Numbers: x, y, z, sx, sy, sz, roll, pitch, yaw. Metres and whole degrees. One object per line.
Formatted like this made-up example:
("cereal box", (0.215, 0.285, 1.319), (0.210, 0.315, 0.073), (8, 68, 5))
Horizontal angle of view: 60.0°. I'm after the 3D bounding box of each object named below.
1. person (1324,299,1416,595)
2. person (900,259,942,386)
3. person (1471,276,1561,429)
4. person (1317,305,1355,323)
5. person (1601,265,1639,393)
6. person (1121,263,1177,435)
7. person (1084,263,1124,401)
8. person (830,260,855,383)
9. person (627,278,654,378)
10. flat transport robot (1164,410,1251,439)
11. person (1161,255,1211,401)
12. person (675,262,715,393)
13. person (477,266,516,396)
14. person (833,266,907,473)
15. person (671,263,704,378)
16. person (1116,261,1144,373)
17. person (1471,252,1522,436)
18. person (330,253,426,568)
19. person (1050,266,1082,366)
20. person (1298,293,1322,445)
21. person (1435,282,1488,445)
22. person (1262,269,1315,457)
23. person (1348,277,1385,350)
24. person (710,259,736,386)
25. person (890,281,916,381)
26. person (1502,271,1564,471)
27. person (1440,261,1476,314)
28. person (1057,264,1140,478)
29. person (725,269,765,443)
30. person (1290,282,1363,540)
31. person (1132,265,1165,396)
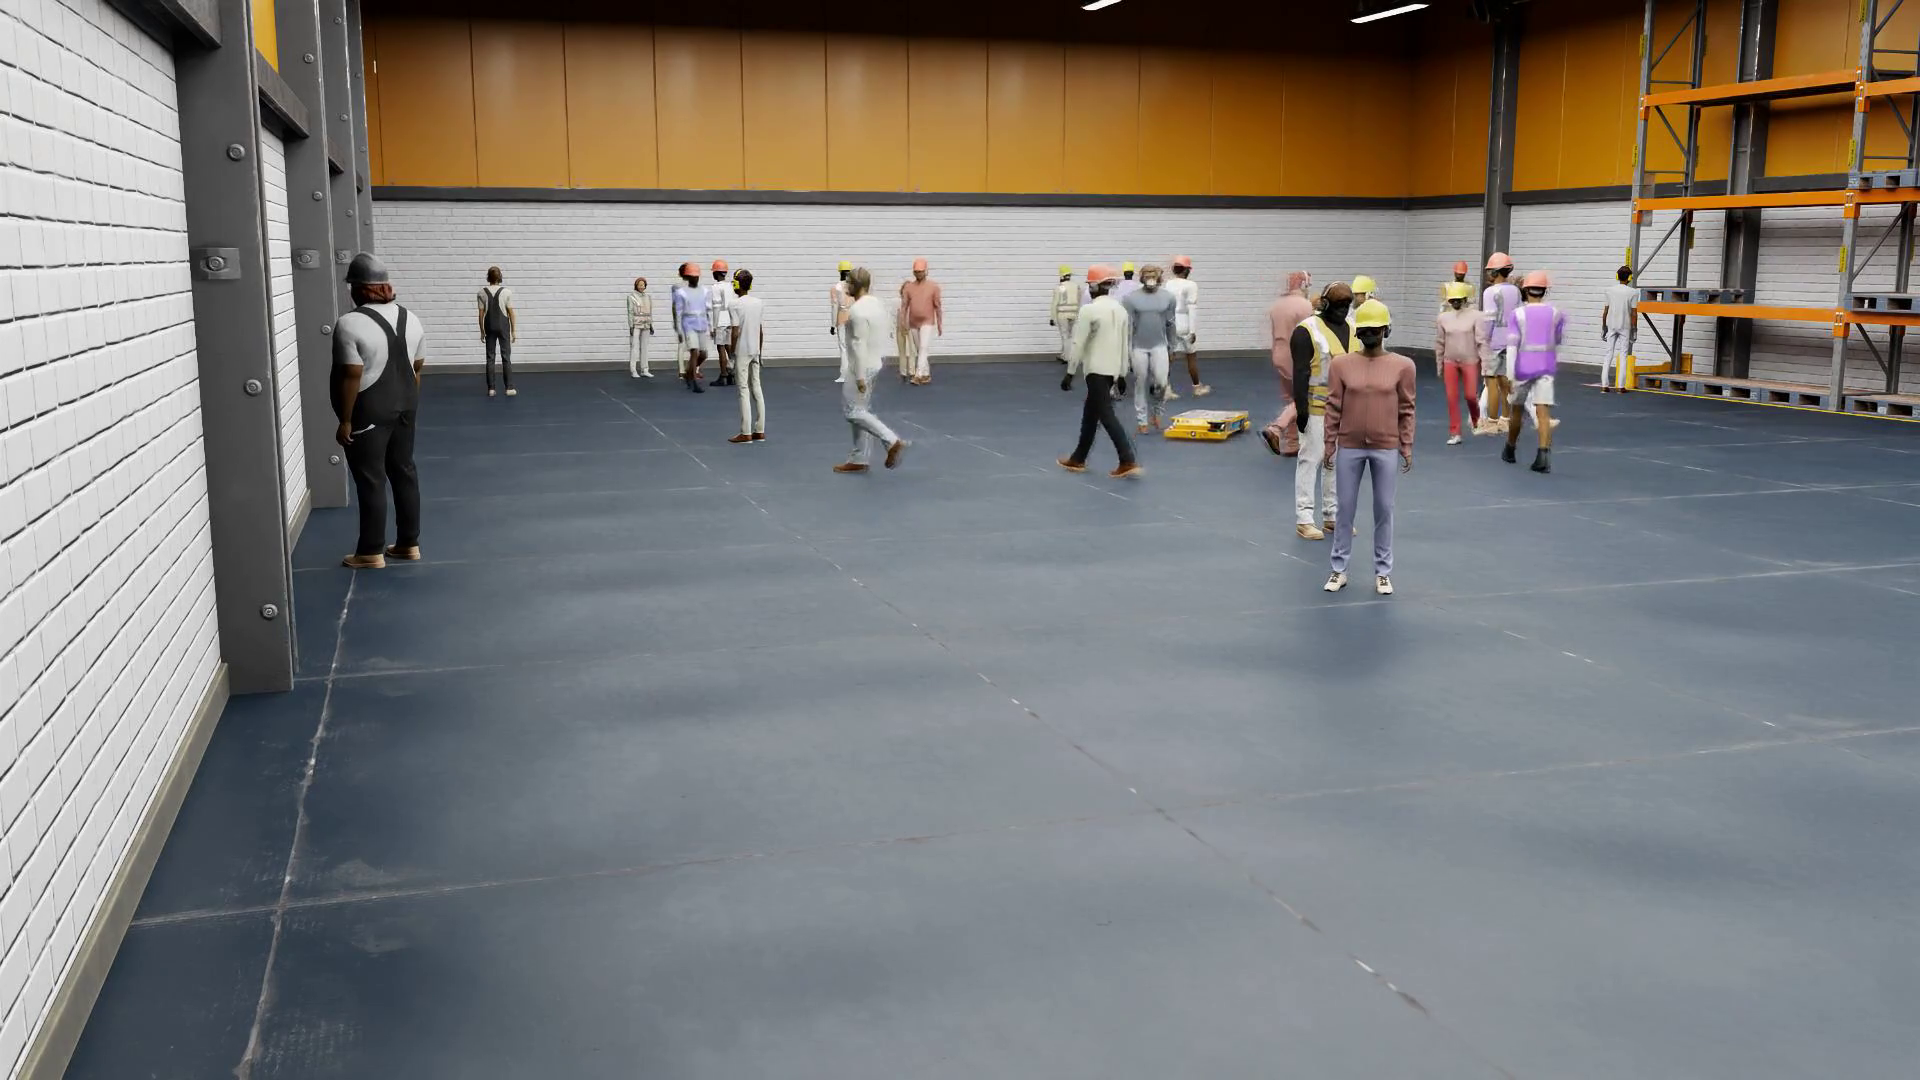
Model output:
("person", (2.442, -0.549, 9.958), (0.533, 1.767, 0.322), (3, 10, 17))
("person", (-0.615, -3.371, 25.789), (0.639, 1.942, 1.051), (3, 10, 17))
("person", (6.449, -2.160, 19.283), (0.993, 1.773, 0.648), (3, 10, 16))
("person", (3.671, -1.662, 16.470), (0.493, 1.740, 0.325), (4, 11, 24))
("person", (9.615, -3.059, 24.256), (0.517, 1.855, 0.322), (8, 12, 37))
("person", (2.117, -2.133, 18.673), (0.625, 1.924, 0.456), (0, 10, 1))
("person", (2.001, -2.841, 22.855), (0.649, 1.899, 0.395), (-6, 11, -31))
("person", (-1.784, -3.426, 26.145), (0.589, 1.927, 0.386), (-6, 12, -32))
("person", (-5.237, -3.474, 27.267), (0.314, 1.636, 0.514), (8, 12, 38))
("flat transport robot", (2.795, -1.308, 18.676), (0.652, 0.197, 1.431), (4, 11, 22))
("person", (3.130, -2.950, 23.174), (0.629, 1.997, 0.988), (9, 13, 41))
("person", (-3.930, -3.133, 24.506), (0.551, 1.917, 0.757), (-6, 12, -33))
("person", (-6.629, -2.984, 23.827), (0.506, 1.846, 0.345), (-1, 10, -6))
("person", (-0.840, -1.550, 15.308), (0.640, 1.922, 0.633), (2, 10, 10))
("person", (-4.431, -3.558, 27.061), (0.513, 1.877, 0.328), (2, 10, 13))
("person", (2.839, -3.722, 27.930), (0.601, 1.905, 0.700), (1, 10, 8))
("person", (5.988, -2.183, 18.613), (0.616, 2.041, 0.379), (-8, 13, -39))
("person", (-3.847, -0.843, 10.866), (0.538, 2.000, 0.683), (5, 11, 25))
("person", (1.852, -4.090, 30.348), (0.622, 1.801, 0.783), (-7, 12, -35))
("person", (3.598, -1.693, 16.966), (0.503, 1.631, 0.283), (-5, 11, -26))
("person", (5.384, -1.897, 17.829), (0.569, 1.732, 0.602), (6, 12, 32))
("person", (3.276, -1.744, 16.547), (0.536, 1.879, 0.674), (-3, 10, -17))
("person", (4.186, -1.868, 17.529), (0.914, 1.785, 0.593), (-6, 12, -32))
("person", (-3.657, -3.327, 25.533), (0.350, 1.943, 0.542), (5, 11, 25))
("person", (-0.843, -3.274, 26.200), (0.524, 1.595, 0.827), (-1, 10, -4))
("person", (5.441, -1.608, 15.793), (0.534, 1.881, 1.048), (1, 10, 7))
("person", (8.242, -3.650, 27.536), (0.557, 1.888, 0.942), (2, 10, 13))
("person", (1.297, -1.544, 15.208), (1.019, 1.953, 0.617), (8, 13, 39))
("person", (-2.320, -1.976, 17.913), (0.332, 1.874, 0.520), (7, 12, 37))
("person", (2.657, -0.925, 11.939), (0.621, 1.837, 0.429), (-6, 11, -30))
("person", (2.773, -2.999, 23.871), (0.676, 1.850, 0.996), (4, 10, 20))
